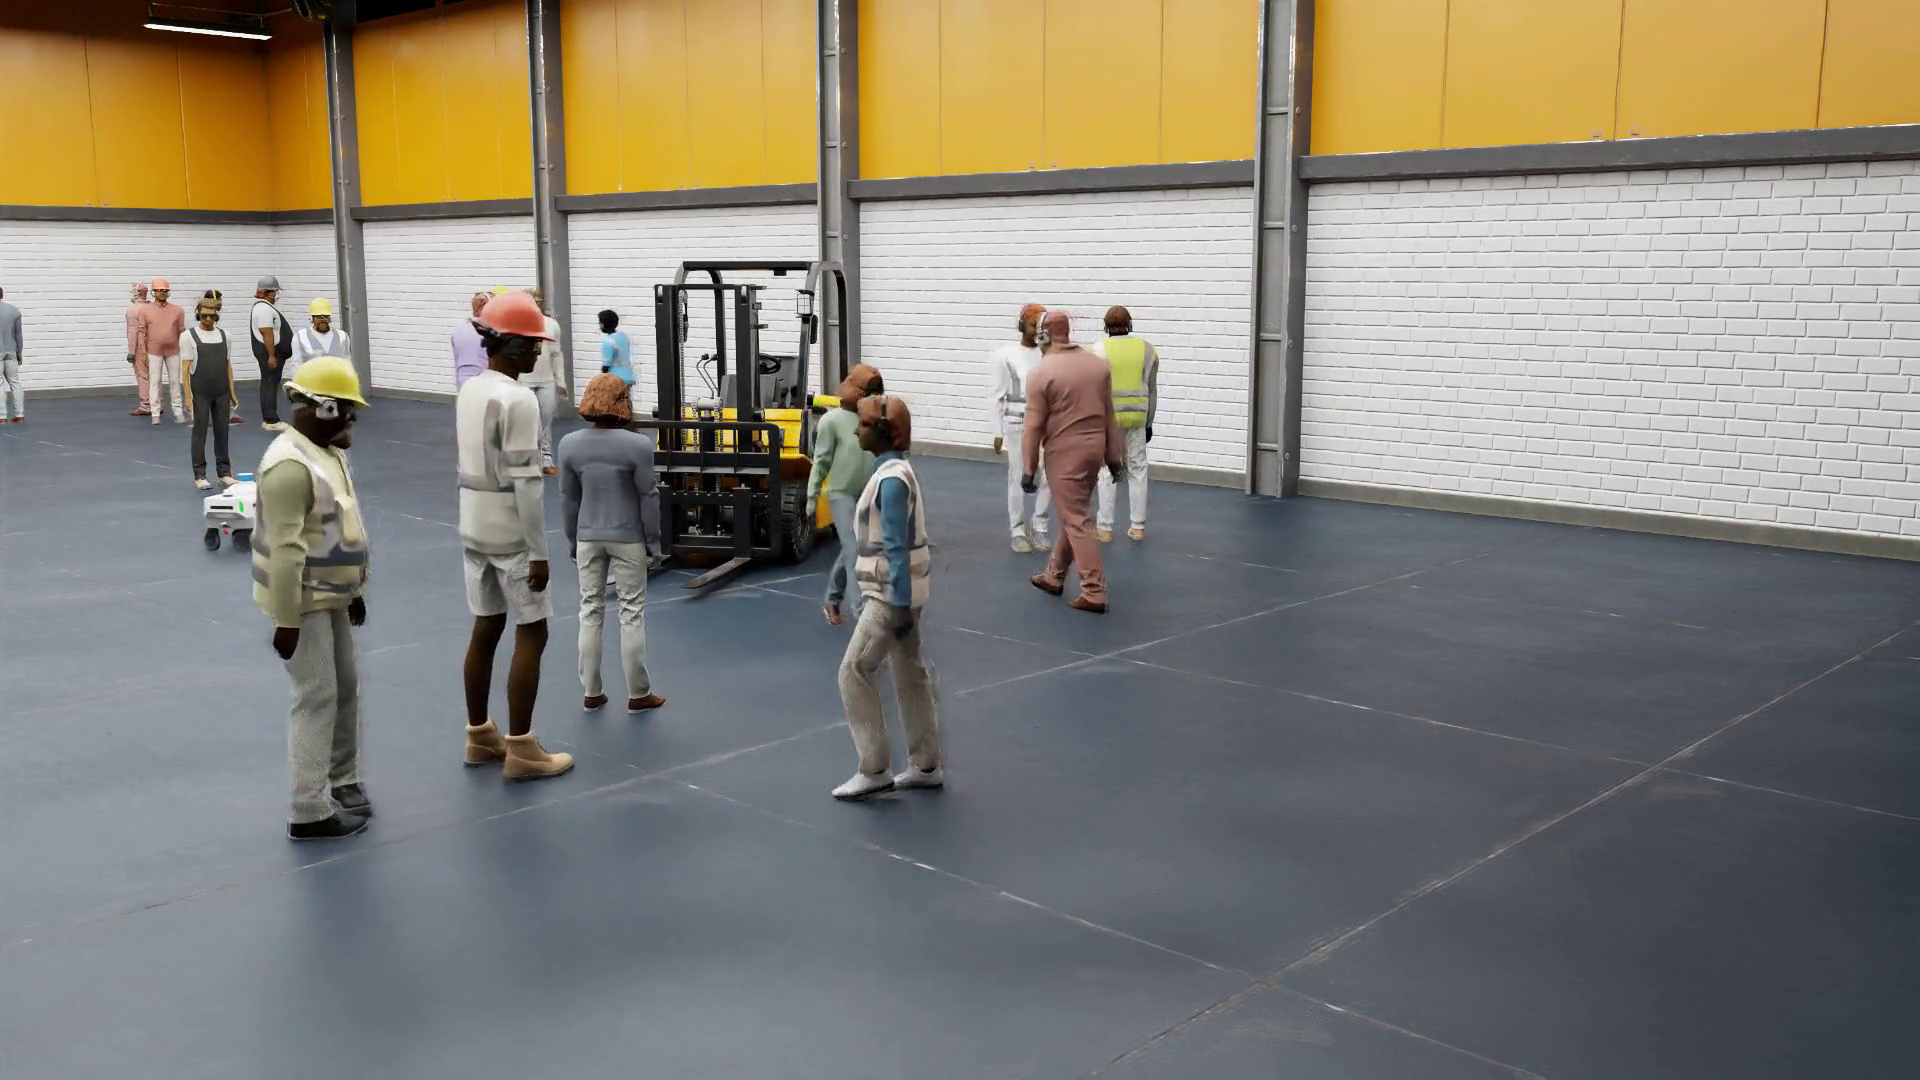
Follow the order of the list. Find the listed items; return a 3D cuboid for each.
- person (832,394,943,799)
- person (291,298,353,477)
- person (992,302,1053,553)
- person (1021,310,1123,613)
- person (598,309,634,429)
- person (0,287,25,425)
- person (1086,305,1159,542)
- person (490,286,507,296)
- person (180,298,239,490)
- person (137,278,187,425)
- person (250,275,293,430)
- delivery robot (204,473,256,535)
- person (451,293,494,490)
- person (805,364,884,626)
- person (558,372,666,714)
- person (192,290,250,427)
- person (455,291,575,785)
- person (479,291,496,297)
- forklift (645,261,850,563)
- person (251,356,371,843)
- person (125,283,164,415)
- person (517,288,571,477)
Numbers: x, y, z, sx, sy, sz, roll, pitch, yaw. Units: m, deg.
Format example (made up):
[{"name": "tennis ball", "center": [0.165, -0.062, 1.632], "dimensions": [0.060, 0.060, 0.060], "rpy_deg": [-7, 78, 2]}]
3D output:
[{"name": "person", "center": [-0.325, 0.232, 6.653], "dimensions": [0.587, 1.625, 0.540], "rpy_deg": [0, 9, -1]}, {"name": "person", "center": [-6.411, -1.524, 16.791], "dimensions": [0.597, 1.831, 0.403], "rpy_deg": [-7, 12, -37]}, {"name": "person", "center": [0.522, -0.817, 12.344], "dimensions": [0.612, 1.865, 0.545], "rpy_deg": [-3, 10, -15]}, {"name": "person", "center": [0.612, -0.500, 10.437], "dimensions": [0.668, 1.855, 0.925], "rpy_deg": [-9, 13, -42]}, {"name": "person", "center": [-3.918, -1.798, 18.994], "dimensions": [0.325, 1.664, 0.586], "rpy_deg": [2, 9, 11]}, {"name": "person", "center": [-13.051, -2.528, 22.624], "dimensions": [0.354, 1.937, 0.635], "rpy_deg": [5, 10, 26]}, {"name": "person", "center": [1.228, -0.900, 12.951], "dimensions": [0.624, 1.841, 0.430], "rpy_deg": [-2, 10, -15]}, {"name": "person", "center": [-6.245, -2.544, 22.878], "dimensions": [0.786, 1.882, 0.612], "rpy_deg": [5, 11, 30]}, {"name": "person", "center": [-7.239, -1.409, 16.071], "dimensions": [0.338, 1.836, 0.517], "rpy_deg": [7, 12, 37]}, {"name": "person", "center": [-10.898, -2.580, 22.761], "dimensions": [0.611, 1.997, 0.375], "rpy_deg": [-7, 11, -36]}, {"name": "person", "center": [-9.063, -2.473, 21.973], "dimensions": [0.536, 2.000, 0.688], "rpy_deg": [-5, 10, -26]}, {"name": "delivery robot", "center": [-5.444, -0.267, 12.705], "dimensions": [0.477, 0.478, 0.707], "rpy_deg": [1, 9, 7]}, {"name": "person", "center": [-4.564, -1.412, 15.951], "dimensions": [0.659, 1.894, 0.412], "rpy_deg": [5, 10, 27]}, {"name": "person", "center": [-0.632, -0.236, 9.648], "dimensions": [0.531, 1.588, 0.844], "rpy_deg": [-6, 11, -34]}, {"name": "person", "center": [-1.659, 0.019, 7.938], "dimensions": [0.499, 1.633, 0.286], "rpy_deg": [2, 9, 12]}, {"name": "person", "center": [-10.033, -2.446, 22.449], "dimensions": [0.837, 1.825, 0.523], "rpy_deg": [-7, 12, -36]}, {"name": "person", "center": [-1.871, -0.016, 6.967], "dimensions": [0.415, 2.033, 0.621], "rpy_deg": [-8, 12, -40]}, {"name": "person", "center": [-5.707, -2.051, 20.004], "dimensions": [0.438, 1.839, 0.546], "rpy_deg": [-2, 9, -12]}, {"name": "forklift", "center": [-1.552, -1.040, 12.721], "dimensions": [1.214, 2.155, 2.313], "rpy_deg": [2, 9, 11]}, {"name": "person", "center": [-2.424, 0.214, 6.275], "dimensions": [0.445, 1.802, 0.620], "rpy_deg": [-1, 9, -7]}, {"name": "person", "center": [-11.861, -2.763, 24.148], "dimensions": [0.409, 1.913, 0.650], "rpy_deg": [2, 9, 12]}, {"name": "person", "center": [-4.334, -1.581, 16.905], "dimensions": [0.687, 1.925, 0.448], "rpy_deg": [-7, 11, -36]}]
